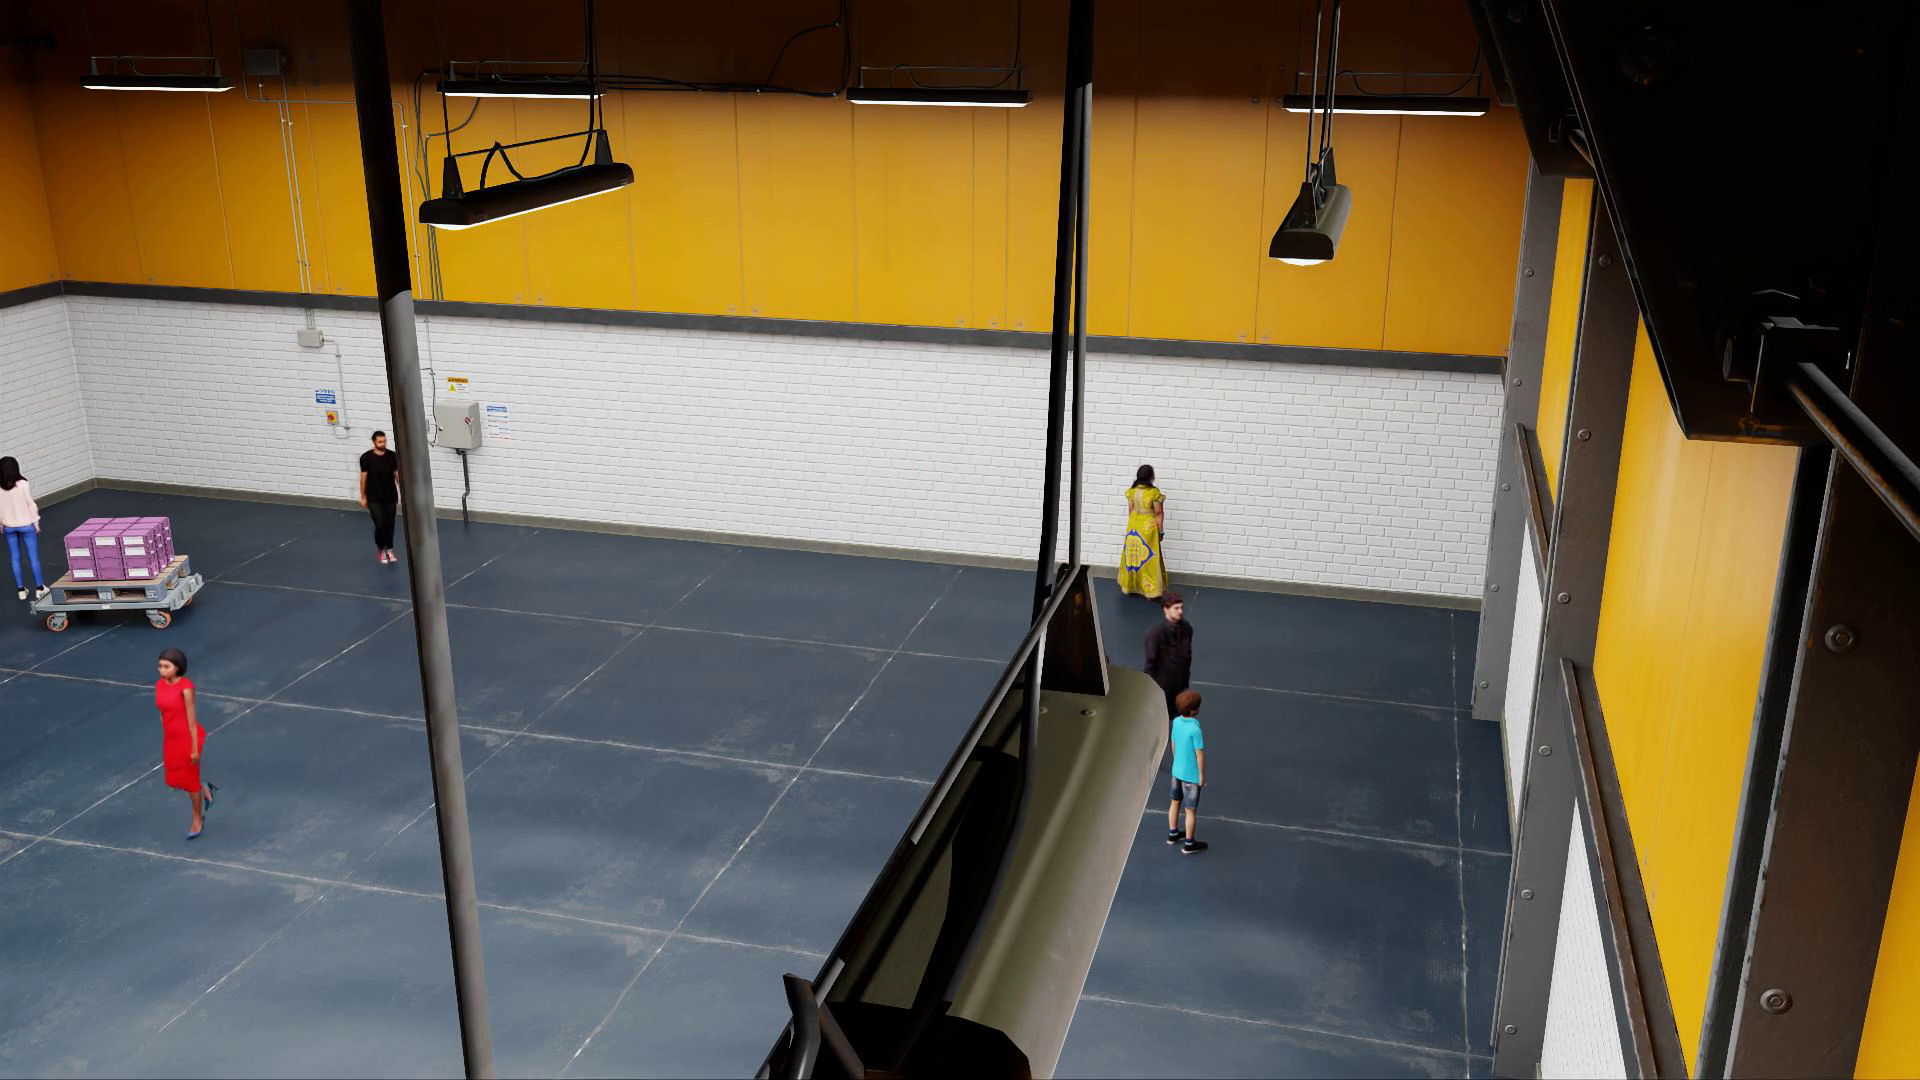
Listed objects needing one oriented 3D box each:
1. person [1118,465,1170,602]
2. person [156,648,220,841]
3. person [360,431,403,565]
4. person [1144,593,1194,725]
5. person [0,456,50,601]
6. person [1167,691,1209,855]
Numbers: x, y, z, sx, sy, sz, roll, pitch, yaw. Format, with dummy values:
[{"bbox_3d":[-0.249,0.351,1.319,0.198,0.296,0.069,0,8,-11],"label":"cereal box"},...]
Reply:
[{"bbox_3d":[2.215,-0.106,19.944,0.969,1.659,0.943,14,23,35],"label":"person"},{"bbox_3d":[-6.648,1.733,14.373,0.578,1.729,0.713,6,19,17],"label":"person"},{"bbox_3d":[-7.384,-0.565,21.181,0.784,1.740,0.856,-13,23,-34],"label":"person"},{"bbox_3d":[1.861,1.347,15.411,1.217,1.798,1.264,-11,22,-30],"label":"person"},{"bbox_3d":[-11.268,-0.151,19.906,0.717,1.769,0.680,-2,19,-6],"label":"person"},{"bbox_3d":[1.930,1.952,14.163,0.649,1.449,0.596,-12,22,-31],"label":"person"}]
